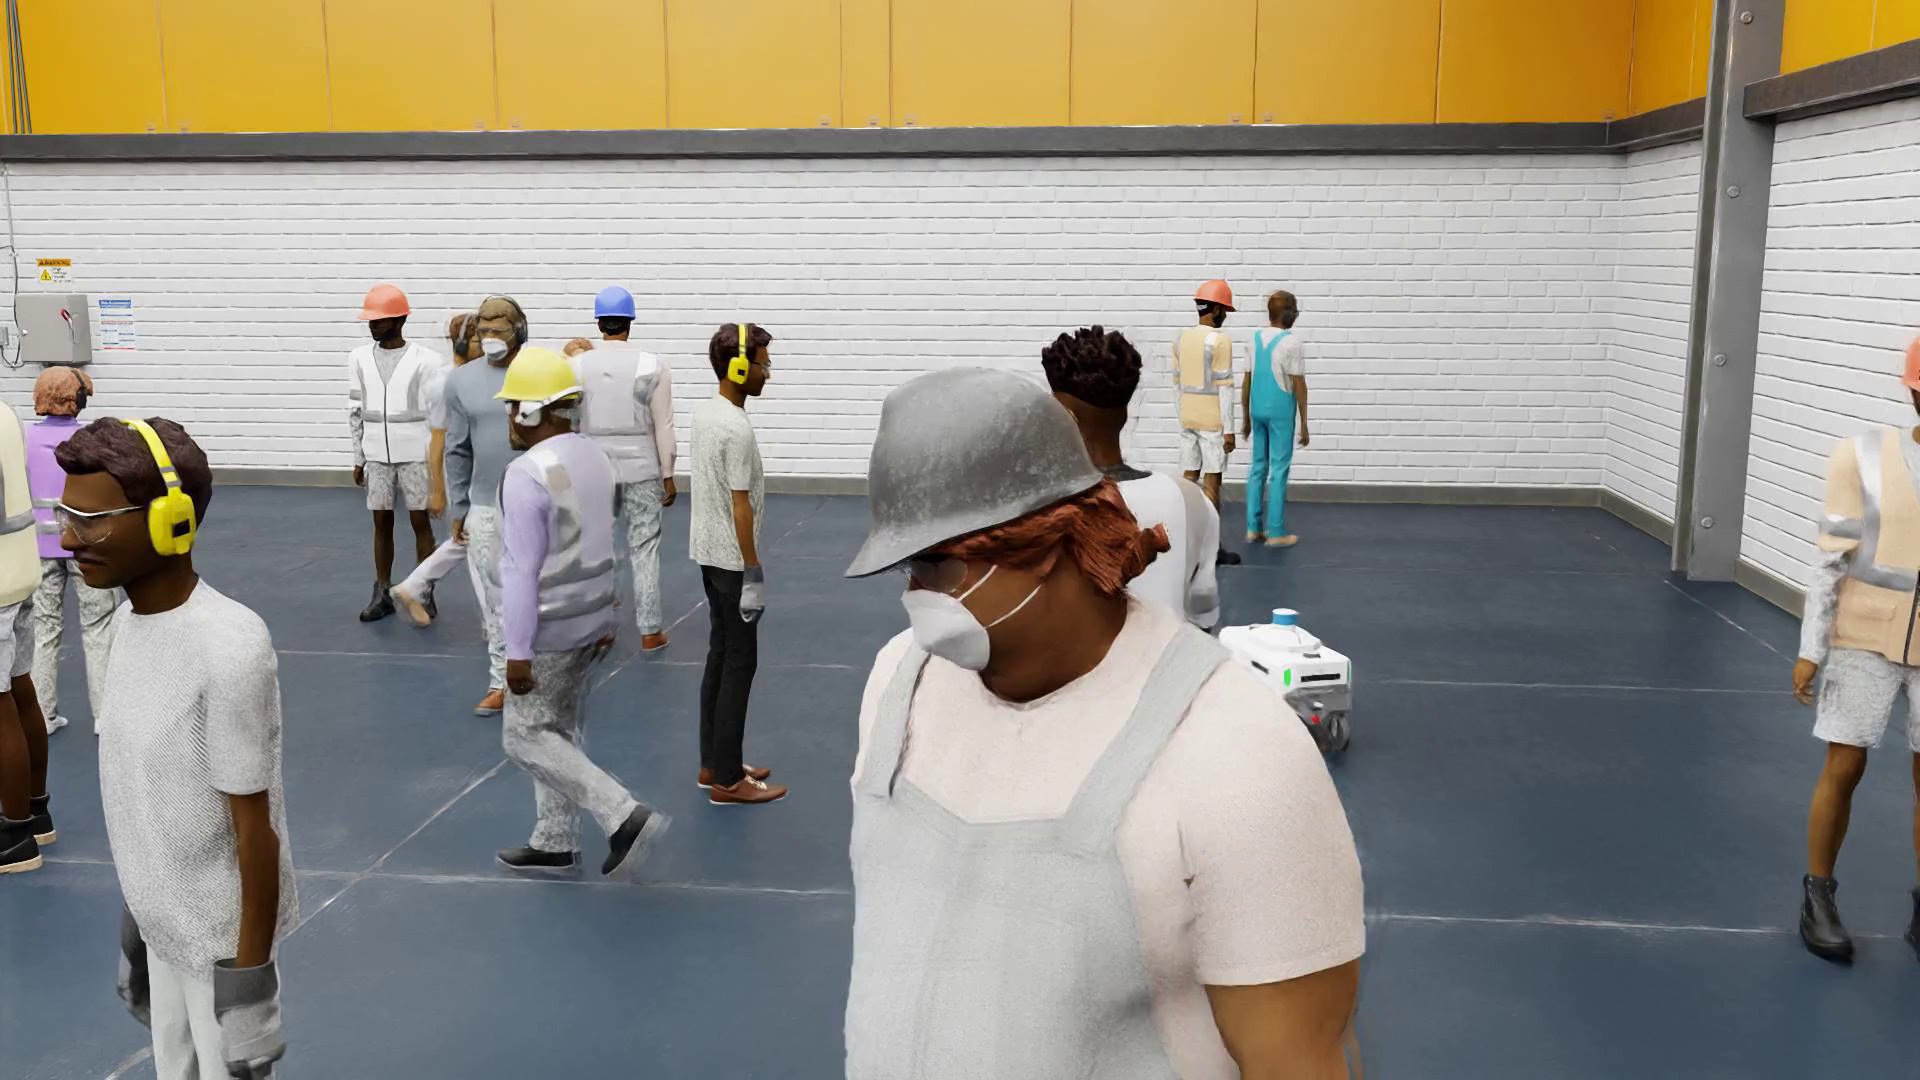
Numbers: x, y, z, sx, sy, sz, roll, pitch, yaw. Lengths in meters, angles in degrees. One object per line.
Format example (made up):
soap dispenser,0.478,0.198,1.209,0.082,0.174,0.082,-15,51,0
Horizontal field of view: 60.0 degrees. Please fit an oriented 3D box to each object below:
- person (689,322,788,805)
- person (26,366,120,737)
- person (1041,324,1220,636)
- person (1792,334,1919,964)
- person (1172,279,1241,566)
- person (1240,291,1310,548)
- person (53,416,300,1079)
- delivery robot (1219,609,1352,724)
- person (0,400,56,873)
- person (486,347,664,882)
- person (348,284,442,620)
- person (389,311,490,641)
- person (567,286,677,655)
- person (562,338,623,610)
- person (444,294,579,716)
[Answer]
person,-0.864,0.098,6.395,0.332,1.857,0.527,-5,11,-25
person,-3.873,0.059,7.253,0.523,1.631,0.313,-1,10,-7
person,0.281,0.472,3.948,0.633,1.951,0.505,-7,12,-34
person,2.800,0.318,4.924,0.604,1.930,0.424,4,11,23
person,1.679,-0.790,11.259,0.377,1.928,0.542,-6,12,-33
person,2.254,-0.857,11.954,0.343,1.839,0.546,-8,13,-40
person,-1.313,0.712,2.862,0.511,1.862,0.324,9,14,43
delivery robot,1.411,0.546,7.269,0.477,0.478,0.707,-3,10,-16
person,-3.351,0.165,5.676,0.368,1.967,0.600,-3,10,-14
person,-1.301,0.271,5.510,0.574,1.812,0.608,2,10,13
person,-3.223,-0.489,9.521,0.546,1.934,0.376,1,10,3
person,-2.746,-0.329,8.986,0.841,1.811,0.577,2,10,11
person,-1.784,-0.356,8.753,0.604,1.939,0.414,1,10,4
person,-2.191,-0.367,9.720,0.506,1.619,0.338,-2,10,-12
person,-2.030,-0.144,7.571,0.634,1.930,0.384,1,10,8
